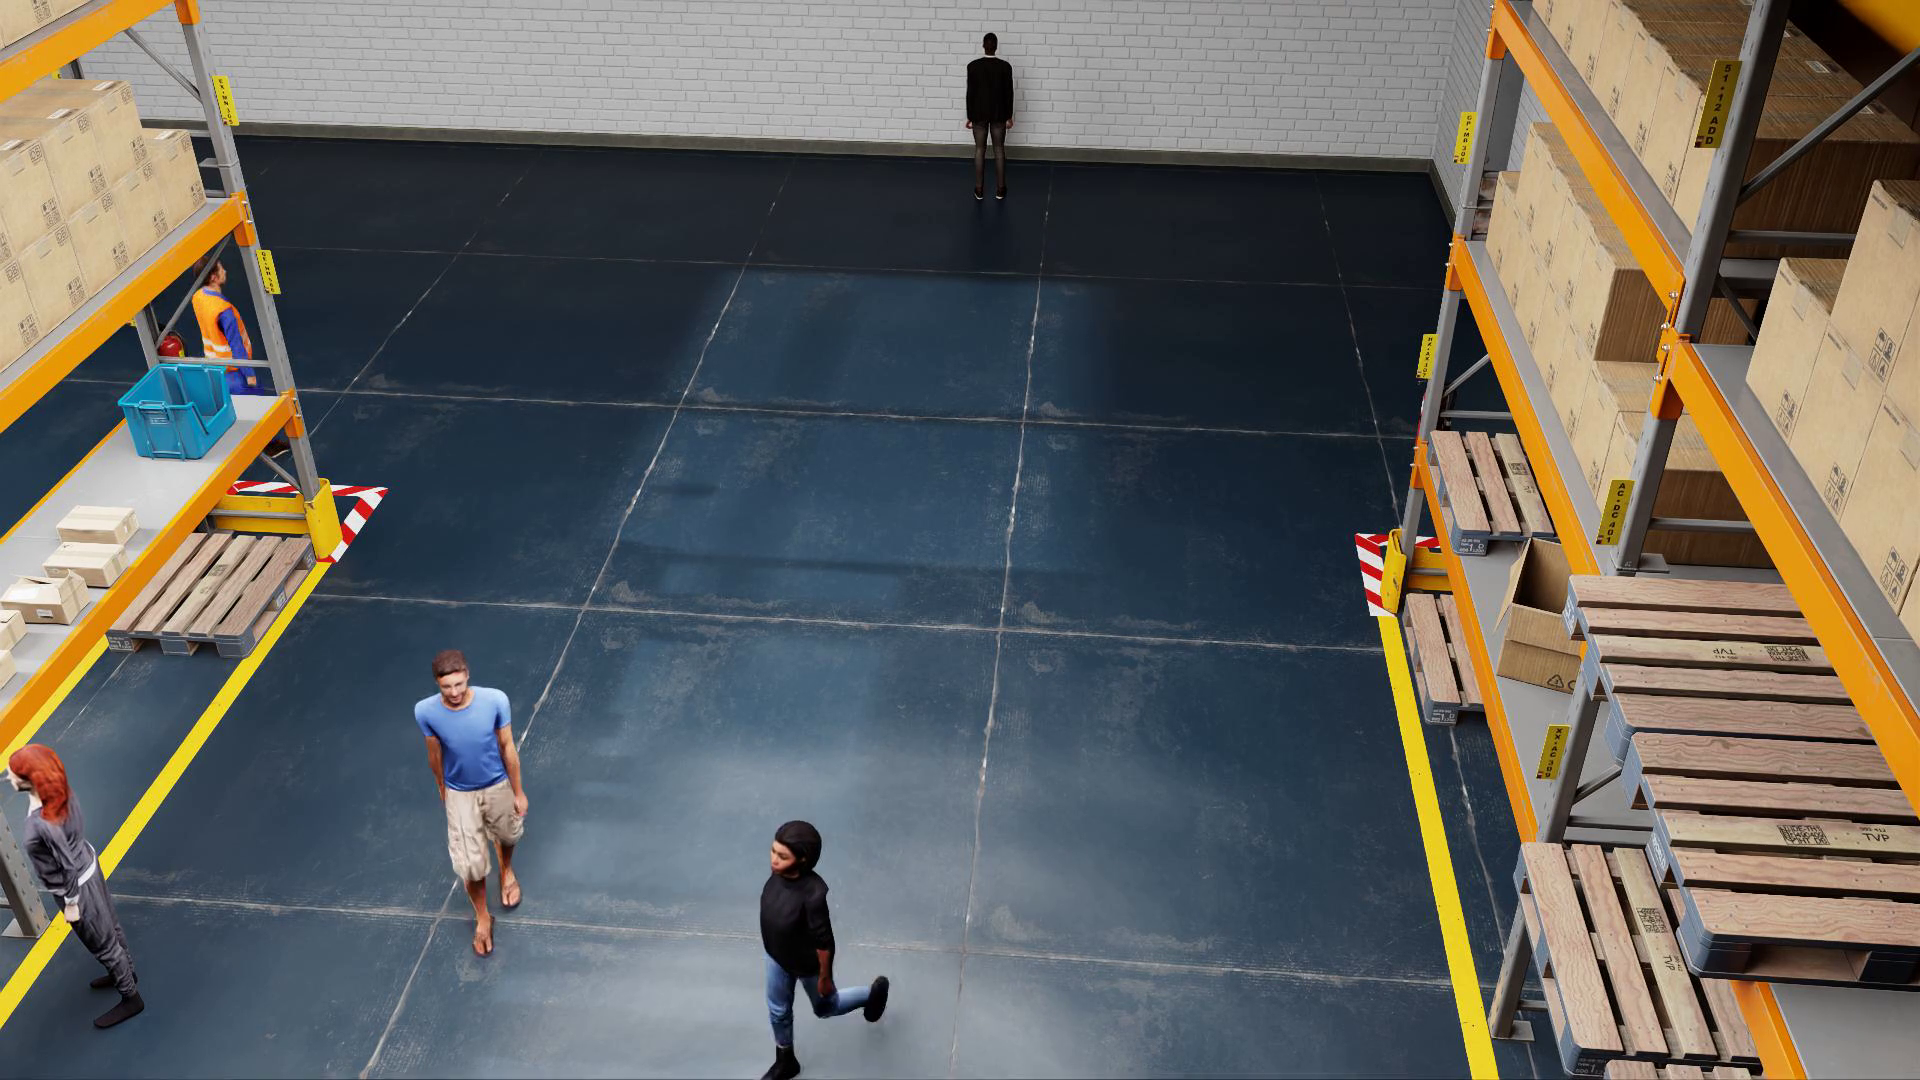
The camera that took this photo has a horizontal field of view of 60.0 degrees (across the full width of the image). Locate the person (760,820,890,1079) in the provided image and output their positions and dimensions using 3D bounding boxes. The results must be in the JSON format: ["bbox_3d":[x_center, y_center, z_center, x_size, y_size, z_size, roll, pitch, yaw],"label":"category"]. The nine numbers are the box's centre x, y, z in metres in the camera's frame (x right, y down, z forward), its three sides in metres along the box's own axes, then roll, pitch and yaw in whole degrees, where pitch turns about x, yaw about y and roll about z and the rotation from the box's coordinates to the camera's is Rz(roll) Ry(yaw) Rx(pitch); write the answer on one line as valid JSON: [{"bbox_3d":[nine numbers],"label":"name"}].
[{"bbox_3d":[-0.708,2.005,8.175,0.966,1.676,1.084,29,43,36],"label":"person"}]

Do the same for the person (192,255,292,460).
[{"bbox_3d":[-5.787,-1.315,13.026,1.265,1.835,1.158,-29,43,-36],"label":"person"}]

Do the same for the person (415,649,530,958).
[{"bbox_3d":[-2.644,1.282,9.113,0.849,1.841,0.996,-12,35,-17],"label":"person"}]

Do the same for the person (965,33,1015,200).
[{"bbox_3d":[0.318,-4.576,17.963,0.684,1.800,0.563,0,34,0],"label":"person"}]

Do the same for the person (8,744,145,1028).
[{"bbox_3d":[-4.506,1.740,8.479,0.716,1.780,0.613,-16,37,-22],"label":"person"}]
